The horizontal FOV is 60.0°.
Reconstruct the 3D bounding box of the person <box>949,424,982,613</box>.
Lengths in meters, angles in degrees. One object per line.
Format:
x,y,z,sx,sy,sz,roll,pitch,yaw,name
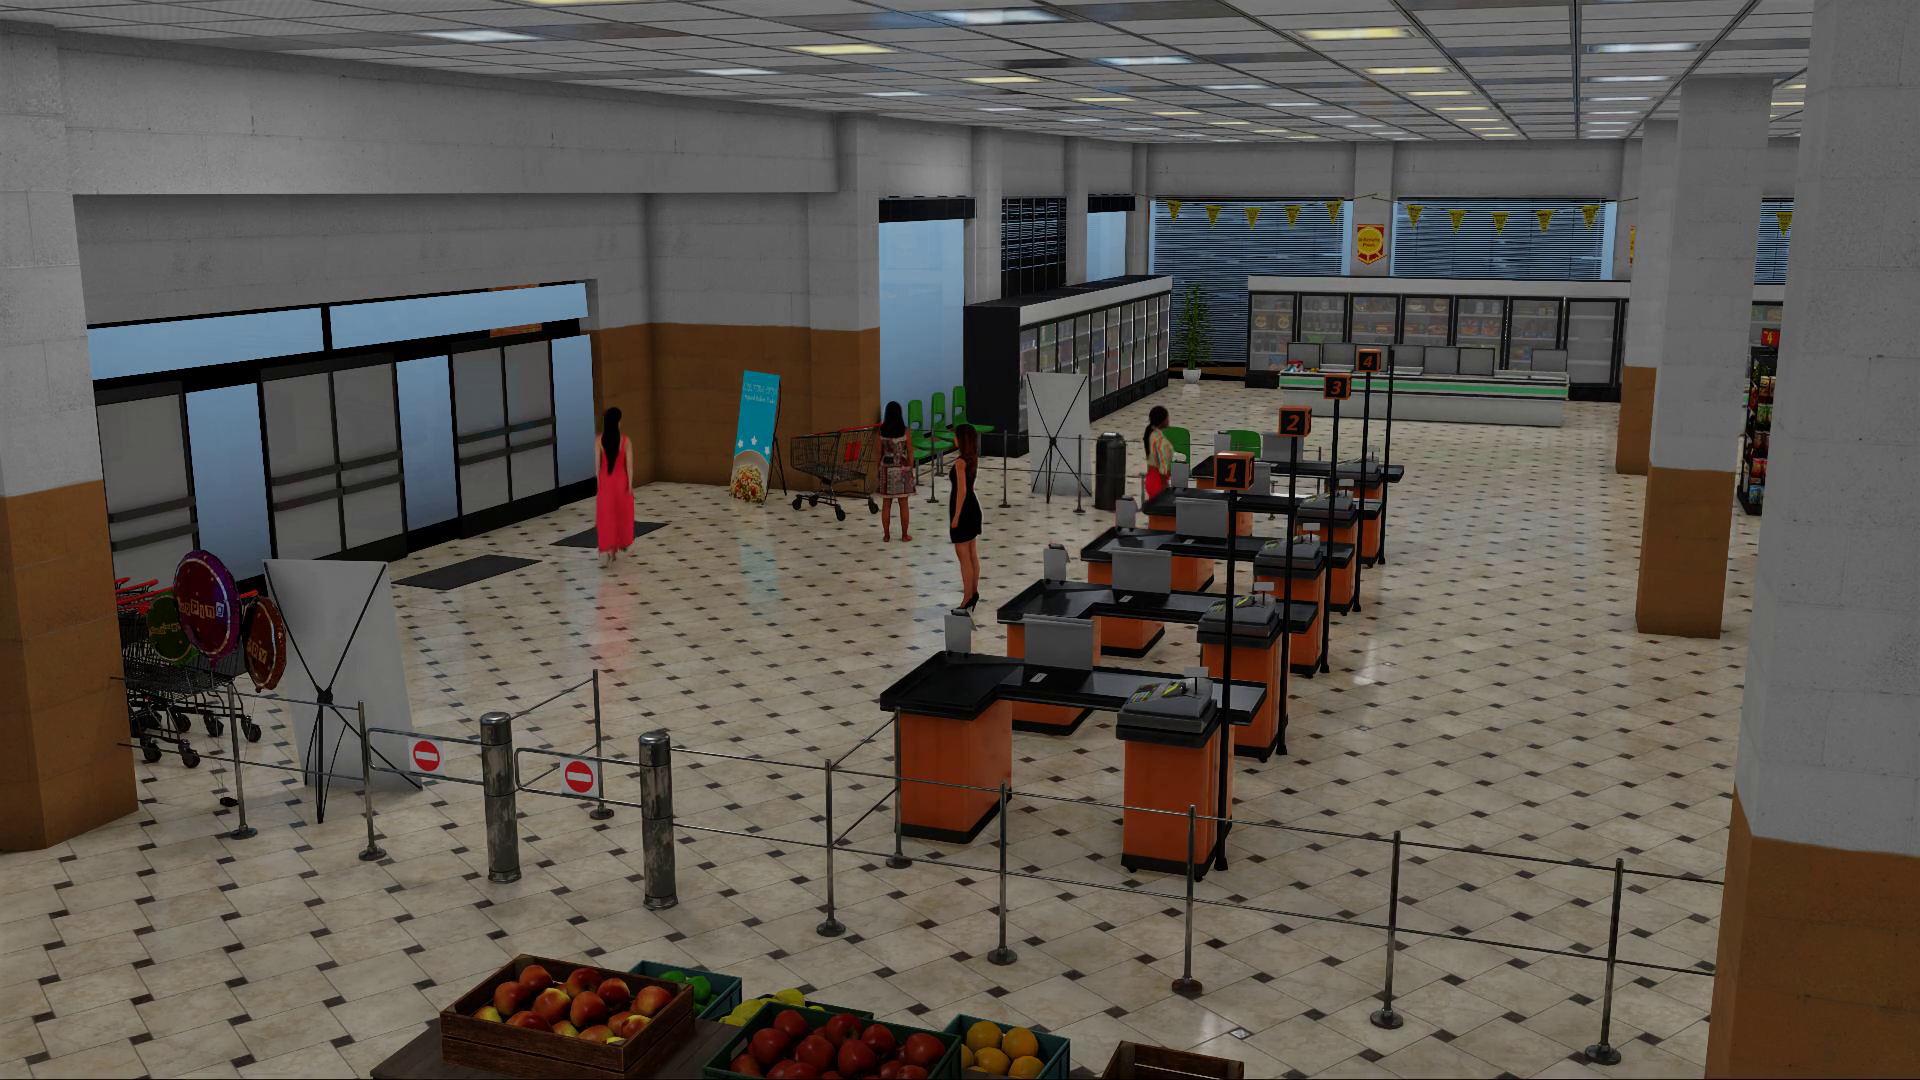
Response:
0.046,-0.211,16.097,0.507,1.834,0.572,4,13,19,person

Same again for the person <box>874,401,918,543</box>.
-0.761,-0.792,19.333,0.560,1.638,0.761,1,12,5,person

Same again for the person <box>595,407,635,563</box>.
-3.784,-0.554,18.111,1.117,1.676,0.990,-2,12,-8,person
